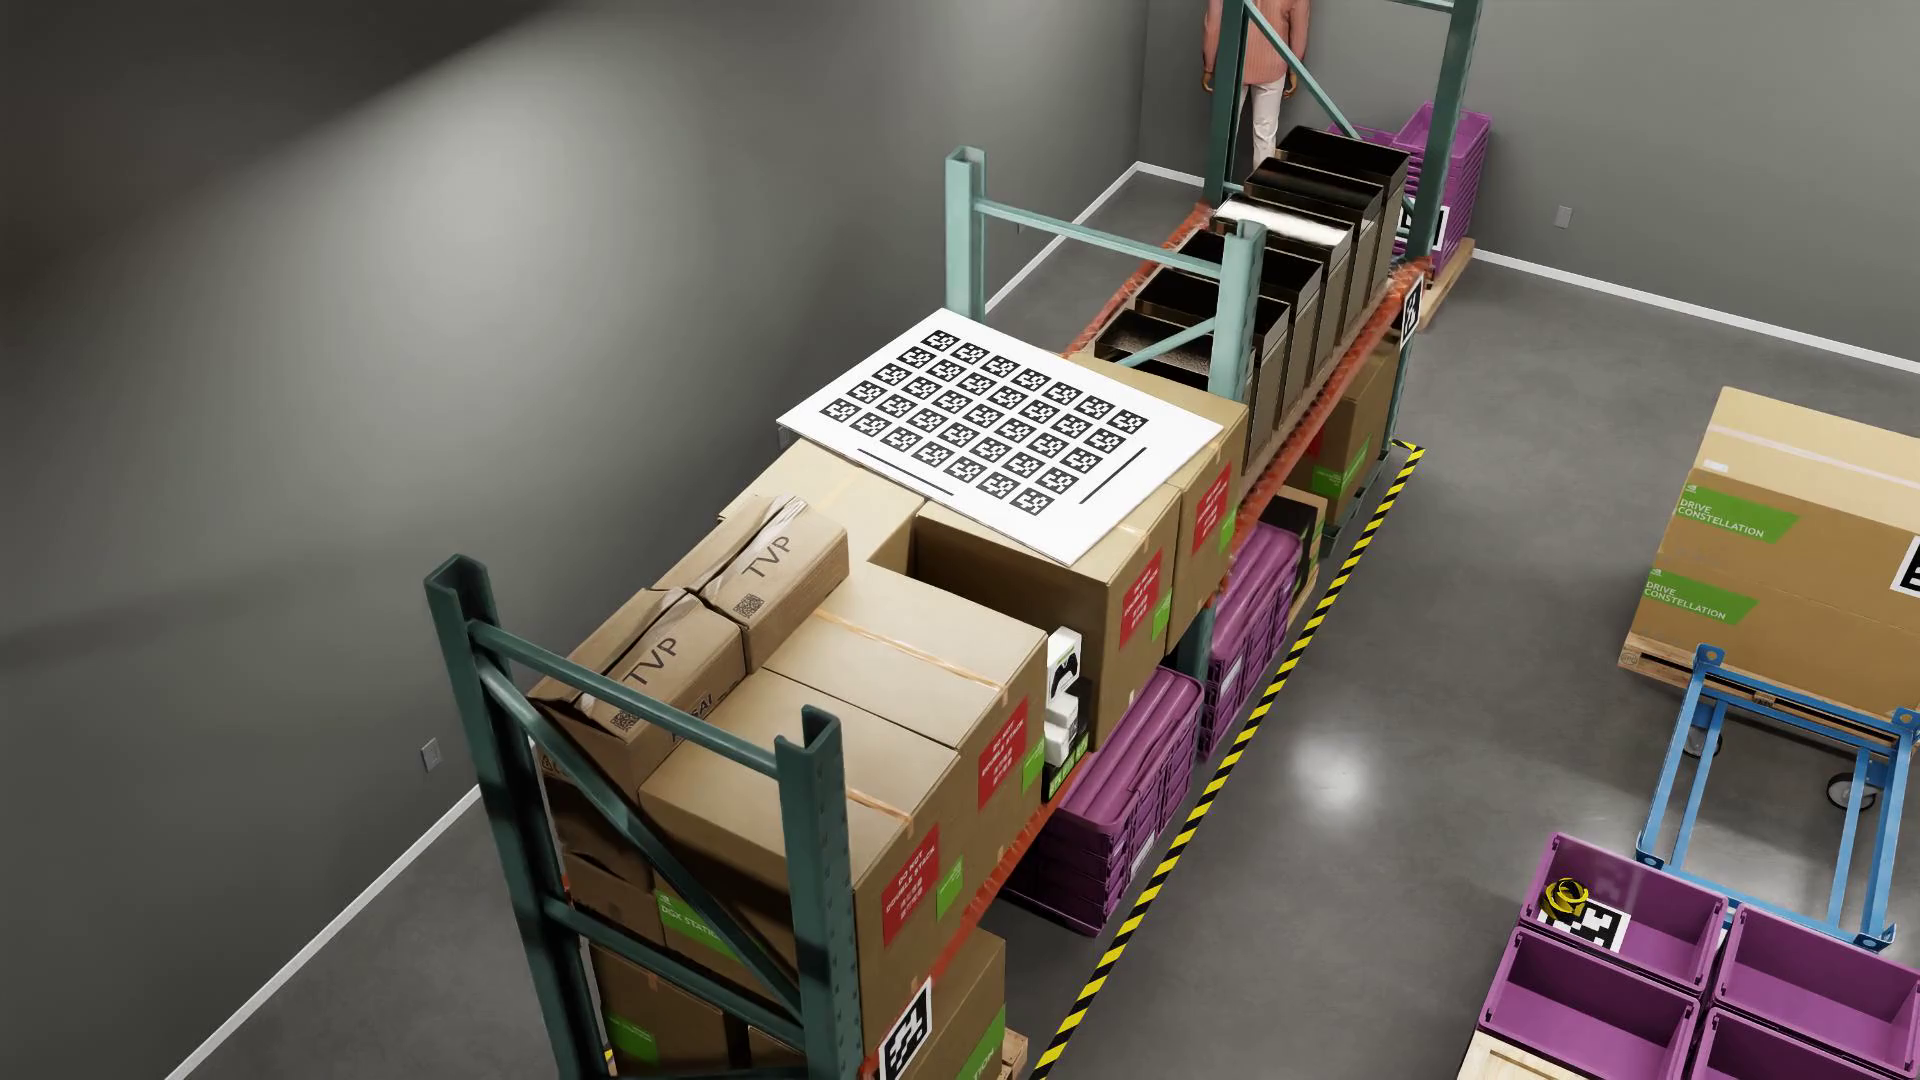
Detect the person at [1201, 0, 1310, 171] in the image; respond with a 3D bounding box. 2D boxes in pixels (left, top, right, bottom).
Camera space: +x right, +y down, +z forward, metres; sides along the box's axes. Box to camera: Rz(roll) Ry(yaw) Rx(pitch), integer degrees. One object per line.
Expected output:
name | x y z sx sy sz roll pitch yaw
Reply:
person | 1.739 -2.828 9.924 0.612 1.995 0.377 4 40 4
